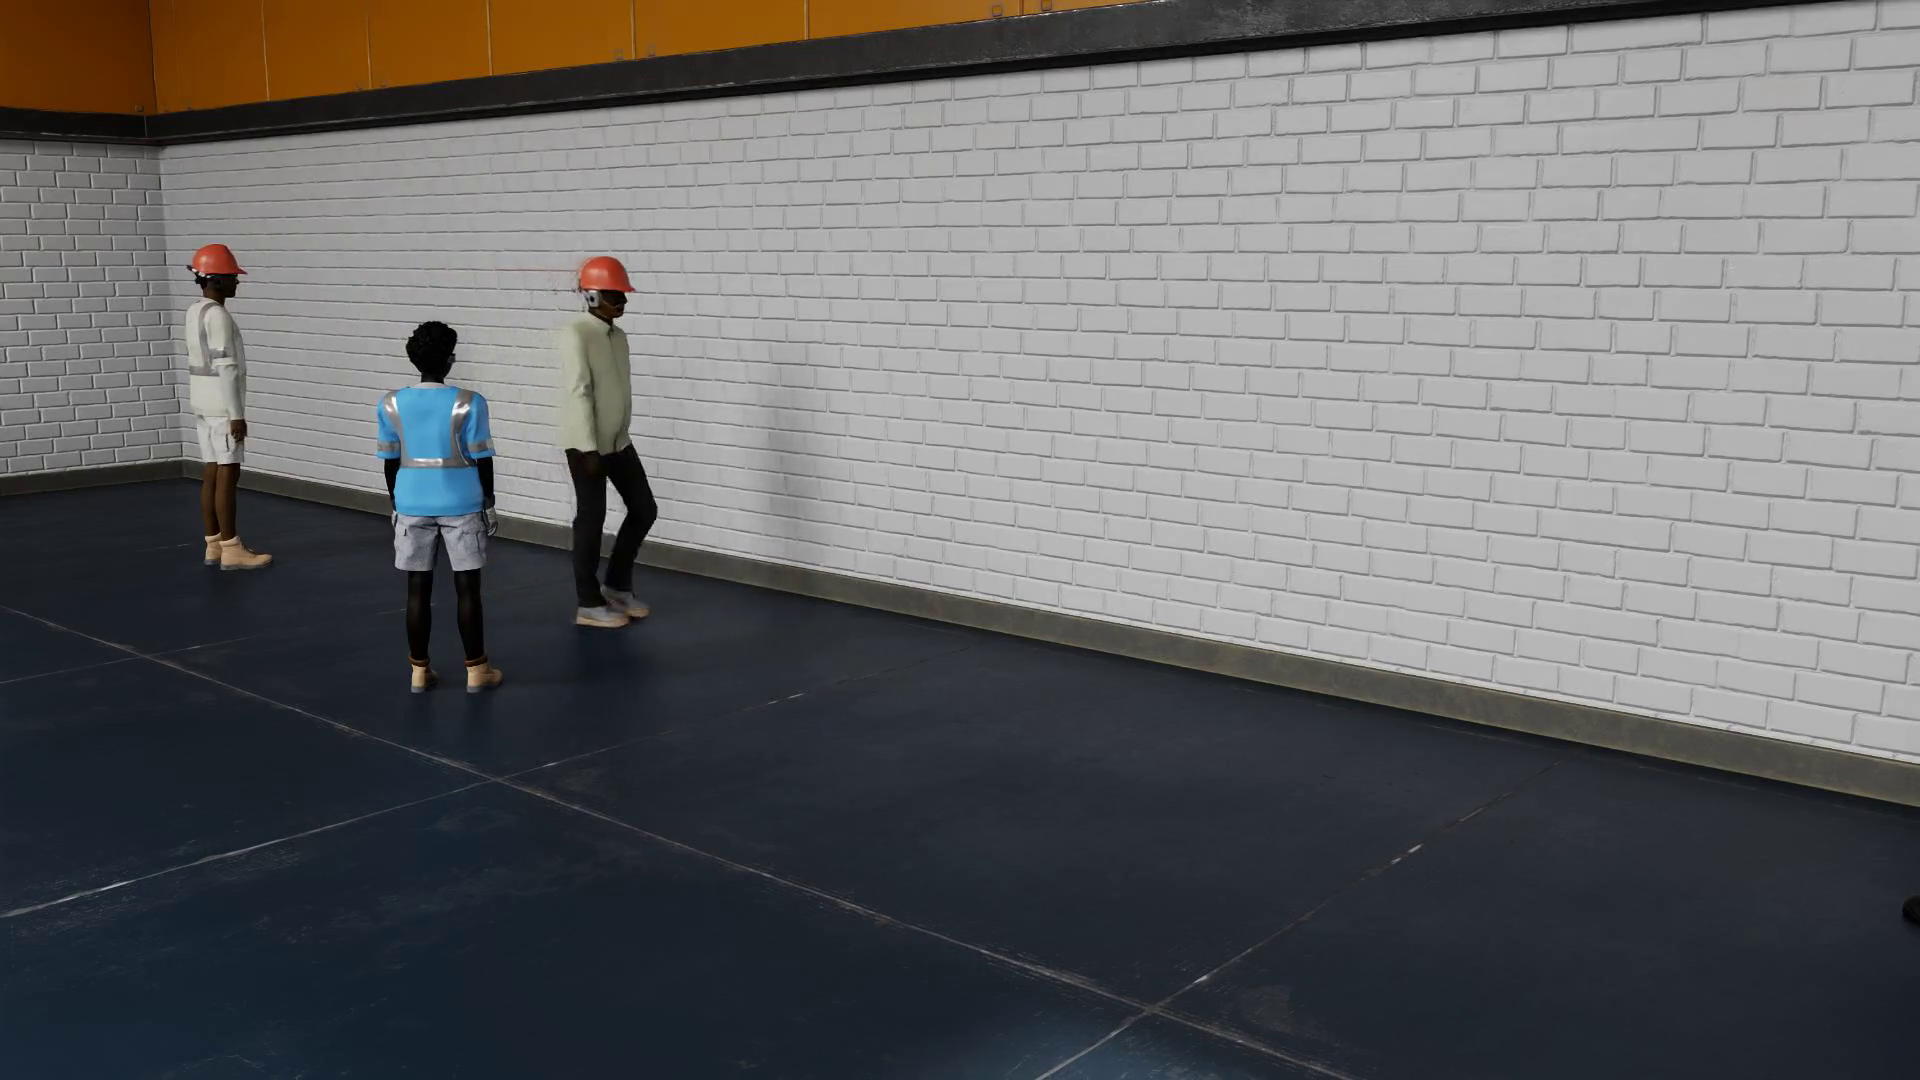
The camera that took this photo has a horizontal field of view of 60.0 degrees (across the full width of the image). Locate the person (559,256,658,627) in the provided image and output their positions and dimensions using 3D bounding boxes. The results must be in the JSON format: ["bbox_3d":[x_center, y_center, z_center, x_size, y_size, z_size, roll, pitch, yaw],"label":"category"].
[{"bbox_3d":[-1.870,-0.506,8.840,0.480,1.979,0.632,4,11,21],"label":"person"}]

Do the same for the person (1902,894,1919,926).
[{"bbox_3d":[3.071,0.219,4.814,0.545,1.942,0.354,-2,10,-12],"label":"person"}]

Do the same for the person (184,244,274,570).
[{"bbox_3d":[-4.653,-0.835,10.525,0.381,2.045,0.605,-8,13,-40],"label":"person"}]

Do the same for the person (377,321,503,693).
[{"bbox_3d":[-2.354,-0.139,7.555,0.535,1.697,0.318,0,10,2],"label":"person"}]
